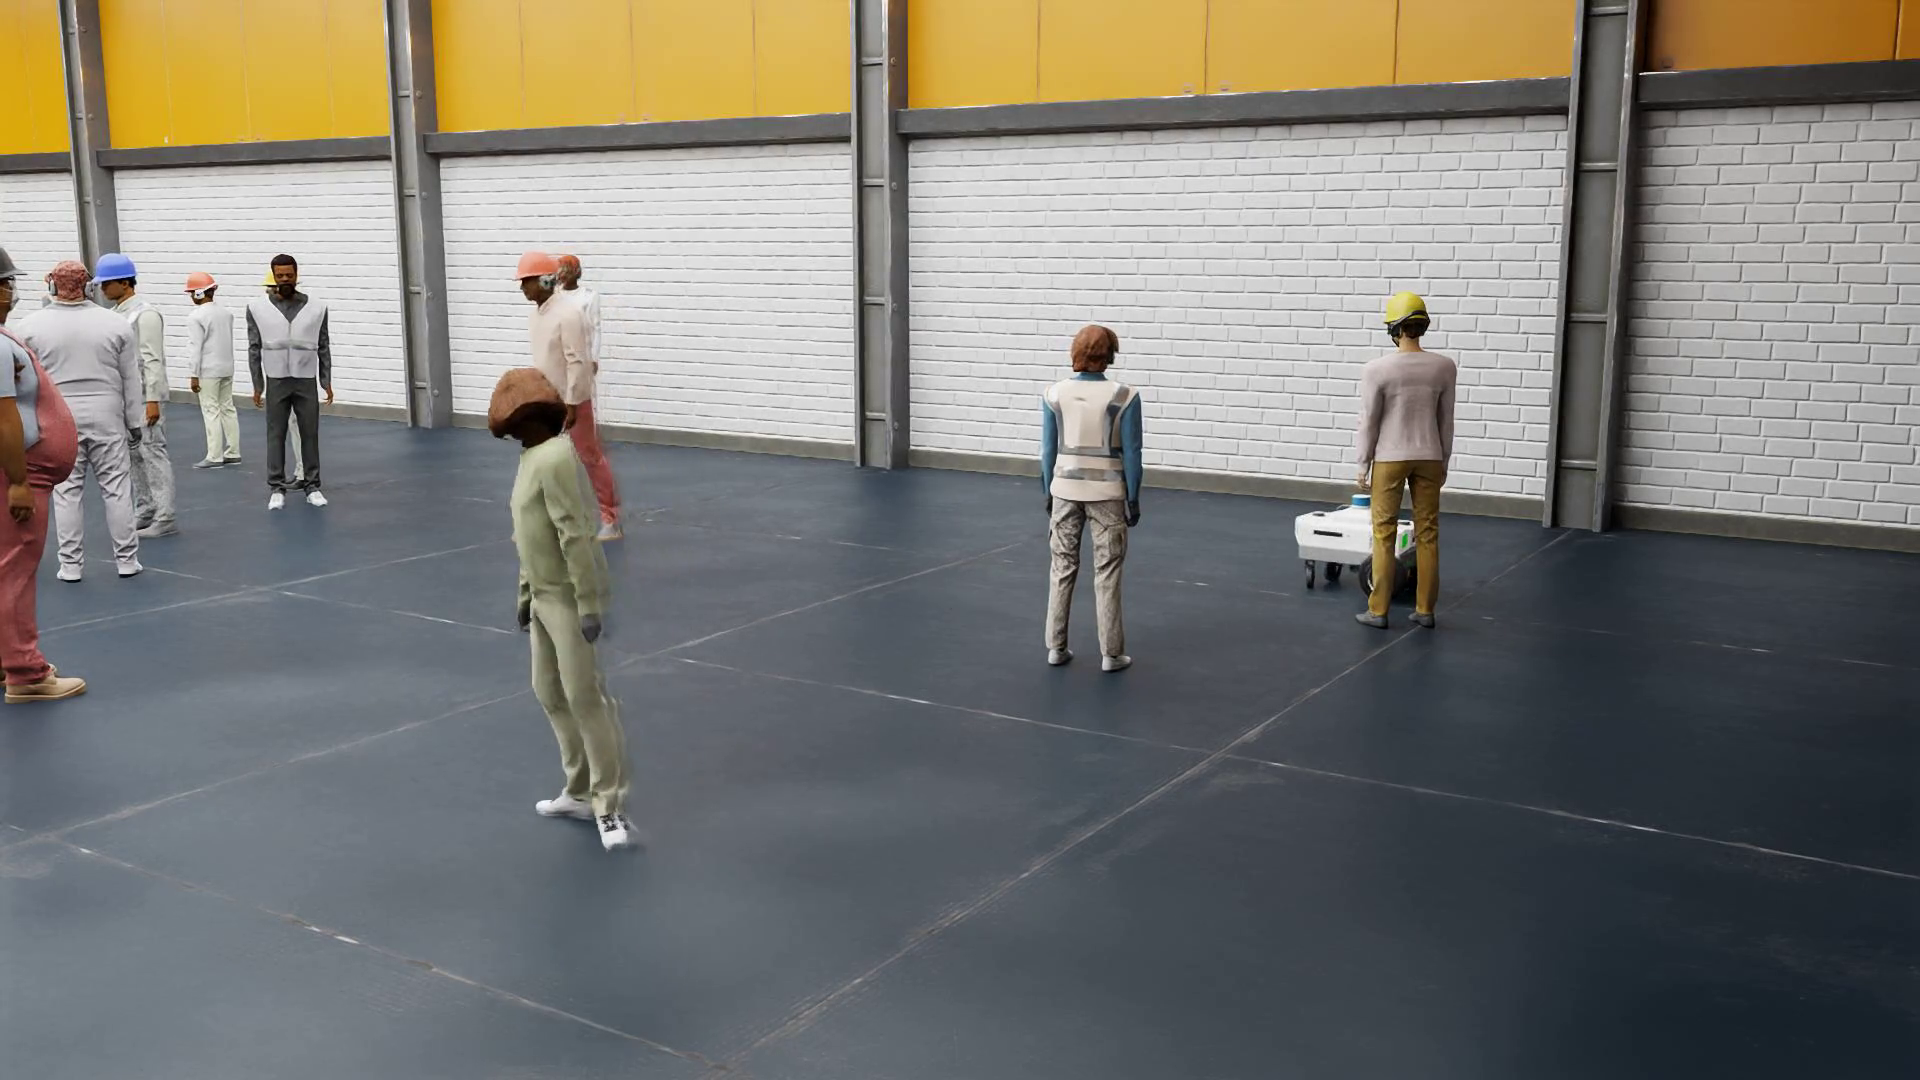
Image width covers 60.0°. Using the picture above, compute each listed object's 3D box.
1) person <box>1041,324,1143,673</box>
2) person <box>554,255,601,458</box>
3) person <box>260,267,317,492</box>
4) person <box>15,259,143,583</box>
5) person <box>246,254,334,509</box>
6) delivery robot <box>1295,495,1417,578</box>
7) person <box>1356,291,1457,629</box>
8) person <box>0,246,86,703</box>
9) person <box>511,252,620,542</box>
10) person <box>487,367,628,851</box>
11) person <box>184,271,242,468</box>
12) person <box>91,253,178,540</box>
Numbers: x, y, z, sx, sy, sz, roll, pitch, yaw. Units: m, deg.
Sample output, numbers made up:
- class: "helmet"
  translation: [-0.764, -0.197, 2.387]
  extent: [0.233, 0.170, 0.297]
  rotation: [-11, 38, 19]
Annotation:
- class: "person"
  translation: [0.612, -0.193, 7.846]
  extent: [0.513, 1.631, 0.315]
  rotation: [5, 11, 26]
- class: "person"
  translation: [-3.619, -1.704, 15.511]
  extent: [0.575, 1.884, 0.355]
  rotation: [2, 10, 13]
- class: "person"
  translation: [-5.398, -1.301, 13.415]
  extent: [0.403, 1.832, 0.593]
  rotation: [-4, 11, -21]
- class: "person"
  translation: [-5.205, -0.700, 9.883]
  extent: [0.647, 1.908, 0.409]
  rotation: [-6, 12, -30]
- class: "person"
  translation: [-5.071, -1.201, 12.631]
  extent: [0.590, 1.917, 0.395]
  rotation: [-5, 12, -28]
- class: "delivery robot"
  translation: [2.302, -0.018, 9.587]
  extent: [0.707, 0.478, 0.477]
  rotation: [7, 13, 36]
- class: "person"
  translation: [2.309, -0.406, 8.671]
  extent: [0.524, 1.761, 0.338]
  rotation: [-1, 10, -8]
- class: "person"
  translation: [-4.198, -0.313, 7.364]
  extent: [0.537, 2.000, 0.682]
  rotation: [-10, 14, -43]
- class: "person"
  translation: [-2.637, -0.941, 11.144]
  extent: [0.633, 1.954, 0.717]
  rotation: [10, 14, 44]
- class: "person"
  translation: [-1.352, 0.227, 5.600]
  extent: [0.357, 1.596, 0.656]
  rotation: [-5, 12, -27]
- class: "person"
  translation: [-6.690, -1.514, 14.838]
  extent: [0.350, 1.744, 0.565]
  rotation: [2, 10, 11]
- class: "person"
  translation: [-5.623, -0.971, 11.325]
  extent: [0.620, 1.933, 0.419]
  rotation: [8, 13, 36]
